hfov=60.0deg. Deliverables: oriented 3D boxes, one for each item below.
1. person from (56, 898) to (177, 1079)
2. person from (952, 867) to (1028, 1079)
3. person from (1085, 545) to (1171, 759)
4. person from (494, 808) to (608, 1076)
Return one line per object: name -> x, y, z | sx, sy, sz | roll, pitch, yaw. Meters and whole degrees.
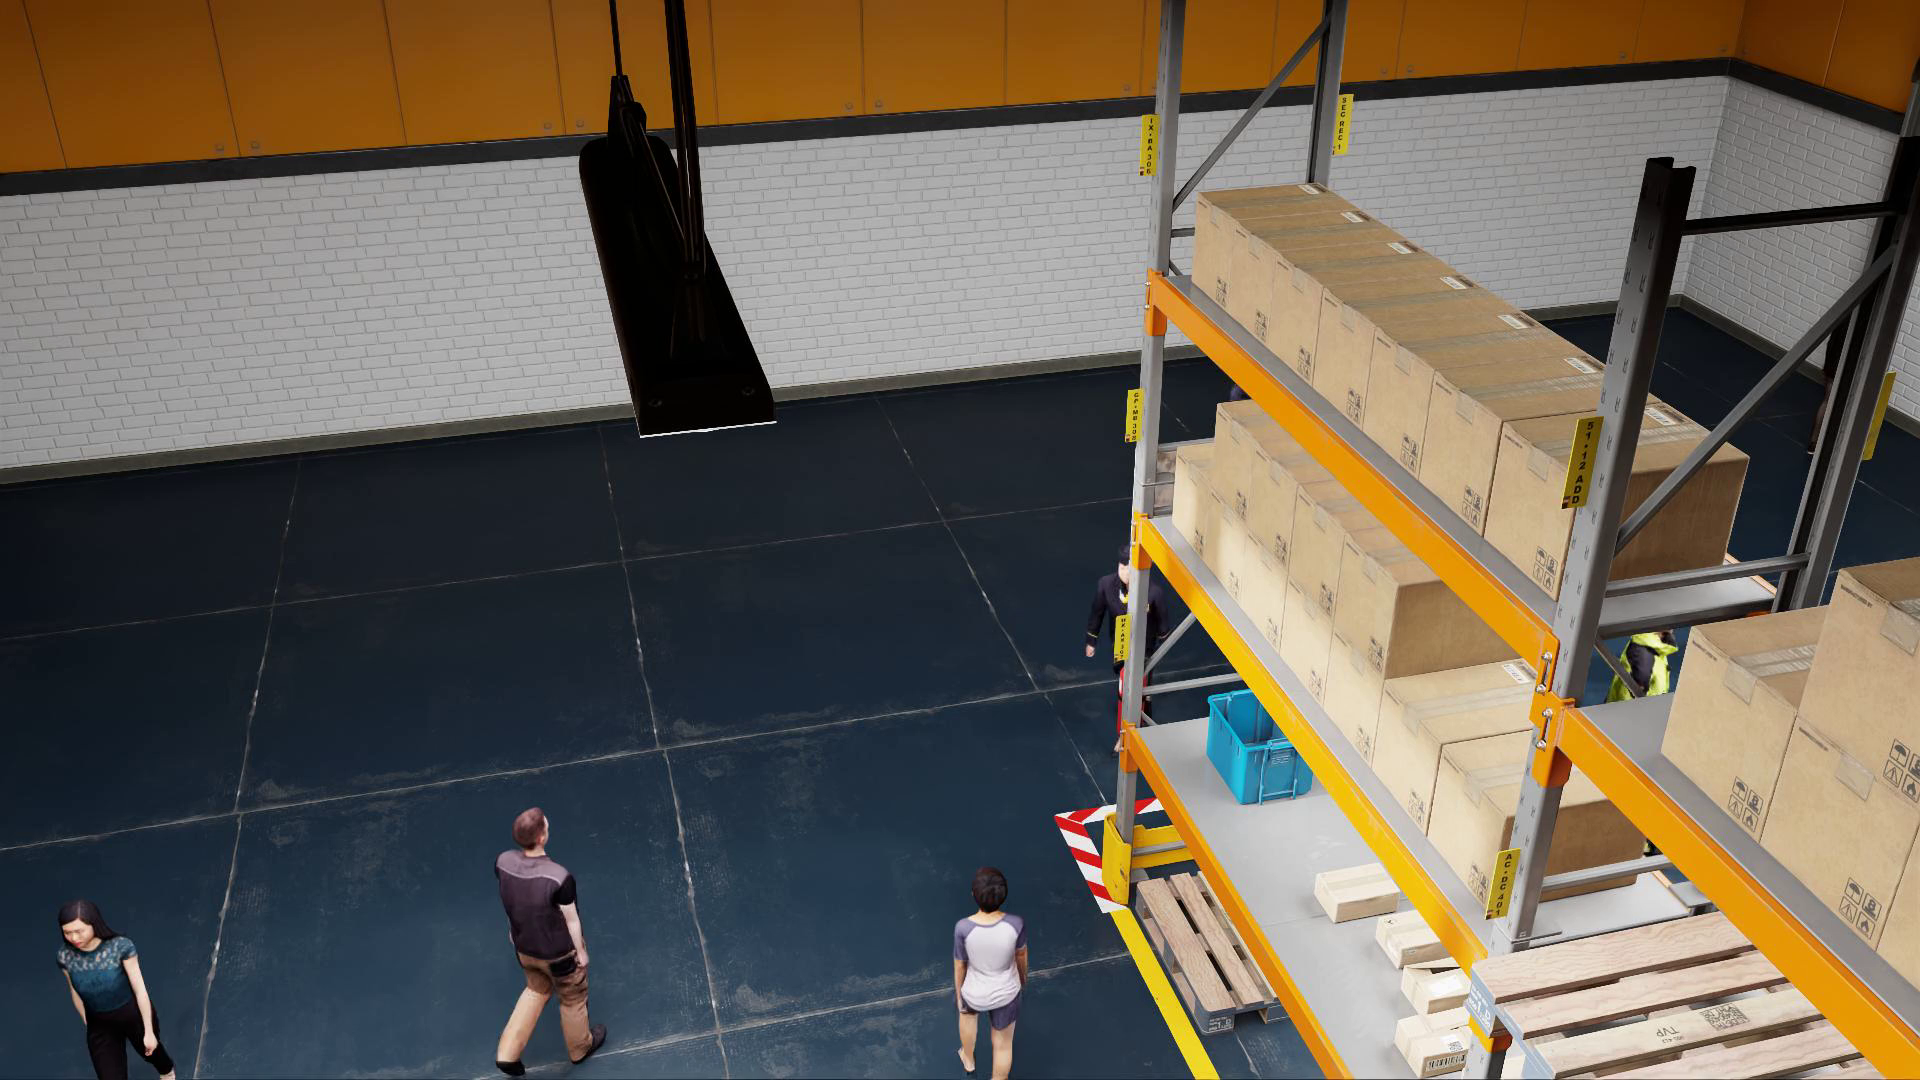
person -> -4.479, 2.565, 8.957 | 0.559, 1.684, 1.089 | -7, 29, -12
person -> 0.173, 2.520, 9.187 | 0.676, 1.543, 0.778 | 1, 29, 1
person -> 1.298, 0.744, 12.361 | 1.109, 1.620, 1.203 | 12, 31, 21
person -> -2.364, 2.305, 9.289 | 0.997, 1.823, 1.071 | 14, 32, 24
